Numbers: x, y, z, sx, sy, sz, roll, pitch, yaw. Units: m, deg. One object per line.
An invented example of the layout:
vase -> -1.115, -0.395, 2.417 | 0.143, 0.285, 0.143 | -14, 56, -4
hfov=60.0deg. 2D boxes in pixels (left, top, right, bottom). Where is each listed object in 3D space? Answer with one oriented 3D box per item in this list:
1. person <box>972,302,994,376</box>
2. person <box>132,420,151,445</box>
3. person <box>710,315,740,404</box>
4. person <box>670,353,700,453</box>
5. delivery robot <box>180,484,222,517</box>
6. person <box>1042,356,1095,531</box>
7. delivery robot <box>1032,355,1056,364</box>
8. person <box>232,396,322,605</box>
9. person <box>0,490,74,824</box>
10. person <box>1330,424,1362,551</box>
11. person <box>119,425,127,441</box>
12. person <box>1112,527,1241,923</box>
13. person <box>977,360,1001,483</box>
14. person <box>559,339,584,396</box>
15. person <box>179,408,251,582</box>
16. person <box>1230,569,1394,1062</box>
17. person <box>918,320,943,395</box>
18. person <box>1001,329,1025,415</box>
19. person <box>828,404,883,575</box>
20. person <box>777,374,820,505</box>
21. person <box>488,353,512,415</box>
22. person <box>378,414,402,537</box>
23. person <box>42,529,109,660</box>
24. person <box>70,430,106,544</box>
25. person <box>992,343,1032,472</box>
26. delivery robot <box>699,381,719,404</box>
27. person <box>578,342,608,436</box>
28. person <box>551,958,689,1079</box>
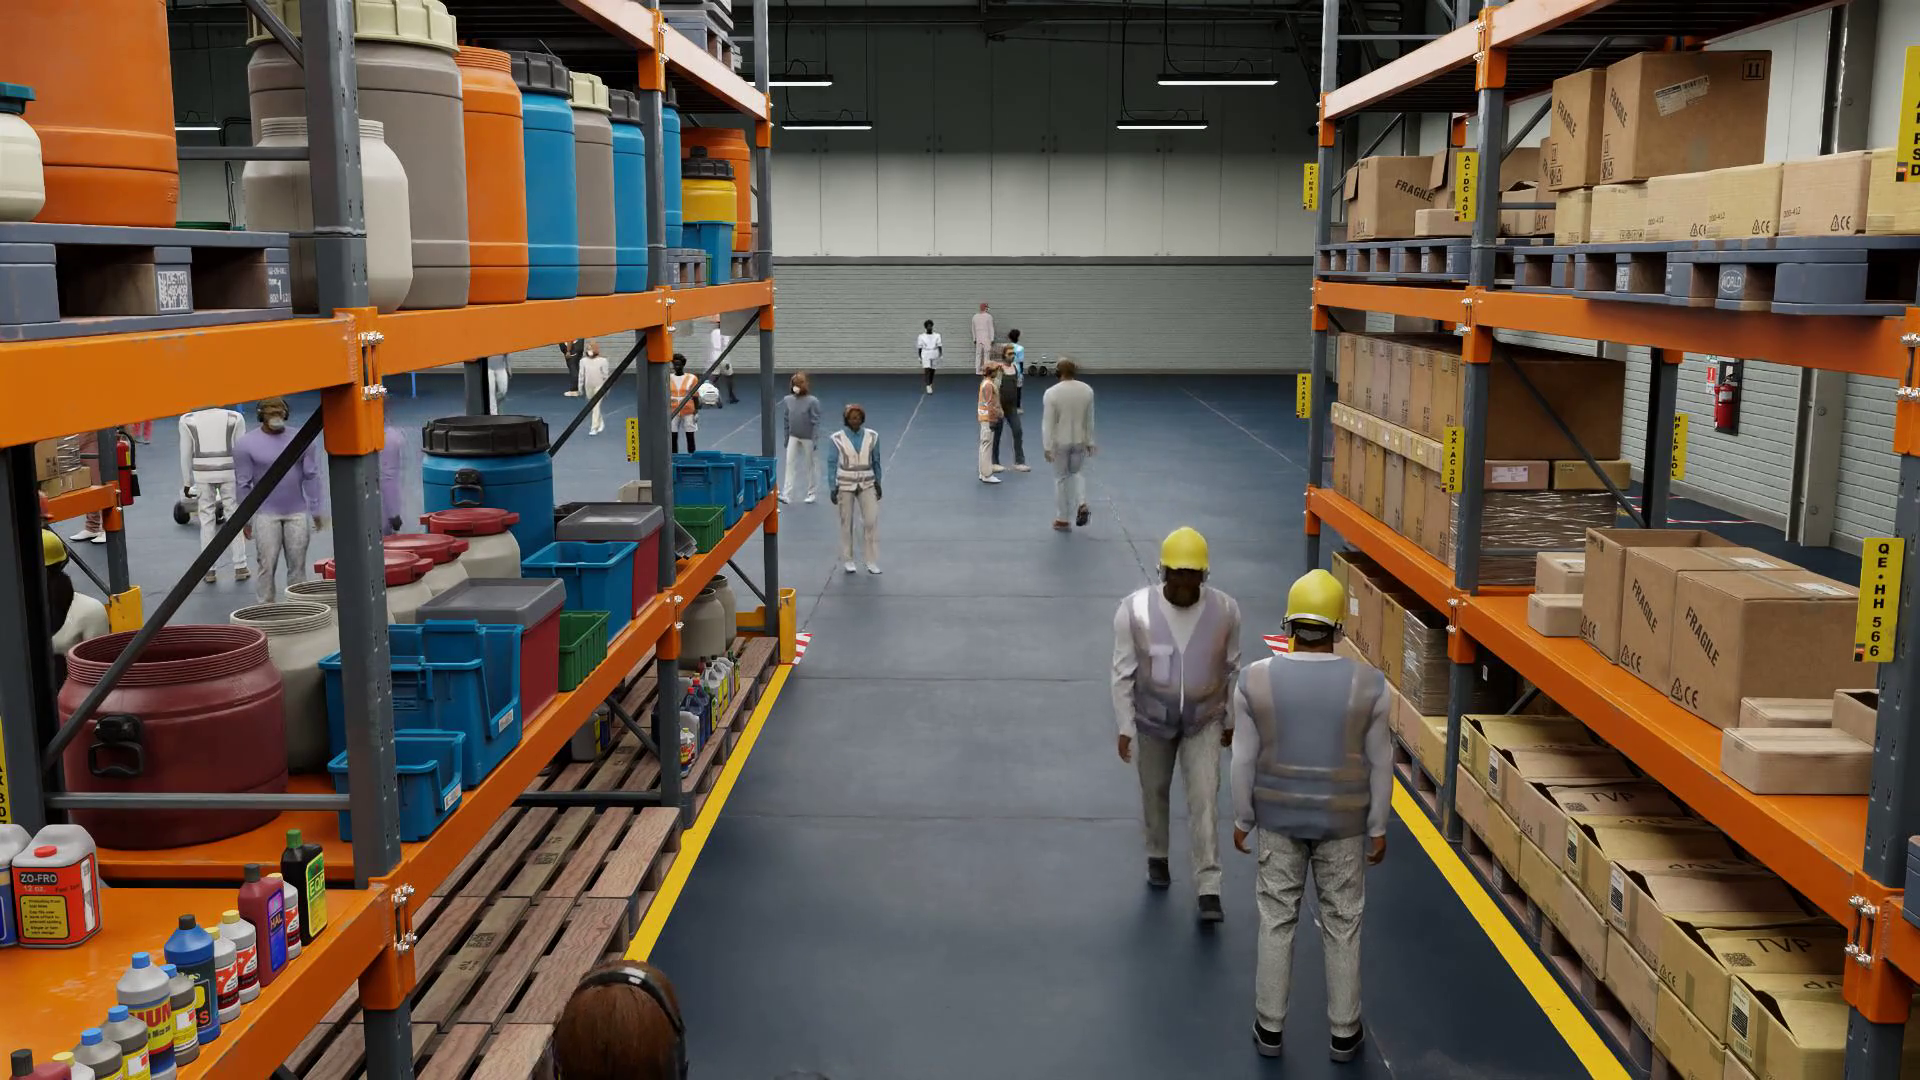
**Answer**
person -> 0.638, -5.255, 43.525 | 0.653, 1.906, 0.408 | 7, 12, 36
person -> -13.240, -2.409, 27.058 | 0.493, 1.716, 0.603 | 9, 13, 43
person -> -5.039, -3.790, 34.796 | 0.558, 1.905, 0.937 | 7, 12, 37
person -> -3.912, -1.773, 23.317 | 0.540, 1.692, 0.317 | 0, 9, -1
delivery robot -> -8.607, -0.524, 19.071 | 0.477, 0.478, 0.707 | 1, 10, 6
person -> 1.185, -1.061, 18.343 | 0.651, 1.923, 0.459 | -5, 11, -27
delivery robot -> 2.201, -4.747, 43.591 | 0.698, 0.223, 0.335 | -8, 12, -39
person -> -5.364, -0.192, 13.115 | 0.630, 1.937, 0.405 | -8, 12, -39
person -> -4.320, 0.733, 7.537 | 0.625, 1.957, 0.842 | 2, 10, 12
person -> 4.030, -0.682, 16.651 | 0.555, 1.718, 0.884 | -1, 10, -8
person -> -12.572, -2.163, 24.646 | 0.647, 2.020, 0.720 | -7, 11, -34
person -> 0.991, 0.809, 7.605 | 0.600, 1.777, 0.903 | 1, 9, 4
person -> 0.390, -1.596, 22.404 | 0.310, 1.639, 0.514 | -1, 10, -6
person -> -8.643, -4.214, 37.011 | 0.539, 2.000, 0.689 | 2, 10, 10
person -> -6.919, -0.563, 15.484 | 0.583, 1.882, 0.337 | -4, 10, -21
person -> 1.300, 1.016, 6.173 | 0.588, 1.835, 0.403 | 2, 10, 13
person -> -0.690, -4.146, 37.616 | 0.533, 1.662, 0.826 | -3, 10, -16
person -> 0.990, -3.243, 32.150 | 0.537, 1.675, 0.677 | 5, 11, 27
person -> -0.968, -0.464, 15.680 | 0.549, 1.607, 0.733 | -3, 10, -17
person -> -1.966, -1.220, 20.269 | 0.523, 1.585, 0.825 | 3, 10, 19
person -> -8.579, -3.112, 30.625 | 0.653, 1.927, 0.440 | -4, 10, -23
person -> -4.795, -0.315, 13.997 | 0.746, 1.880, 0.644 | -4, 10, -25
person -> -4.138, 0.813, 7.603 | 0.533, 1.765, 0.320 | 0, 9, -2
person -> -9.208, -0.921, 17.580 | 0.639, 1.903, 0.407 | 6, 11, 32
person -> 0.697, -1.837, 23.332 | 0.510, 1.813, 0.838 | -7, 12, -36
delivery robot -> -5.166, -3.017, 34.007 | 0.477, 0.478, 0.707 | -3, 10, -20
person -> -6.315, -2.633, 28.749 | 0.503, 1.598, 0.801 | 1, 10, 7
person -> -0.572, 1.590, 2.884 | 0.649, 1.786, 0.974 | 0, 9, 3
